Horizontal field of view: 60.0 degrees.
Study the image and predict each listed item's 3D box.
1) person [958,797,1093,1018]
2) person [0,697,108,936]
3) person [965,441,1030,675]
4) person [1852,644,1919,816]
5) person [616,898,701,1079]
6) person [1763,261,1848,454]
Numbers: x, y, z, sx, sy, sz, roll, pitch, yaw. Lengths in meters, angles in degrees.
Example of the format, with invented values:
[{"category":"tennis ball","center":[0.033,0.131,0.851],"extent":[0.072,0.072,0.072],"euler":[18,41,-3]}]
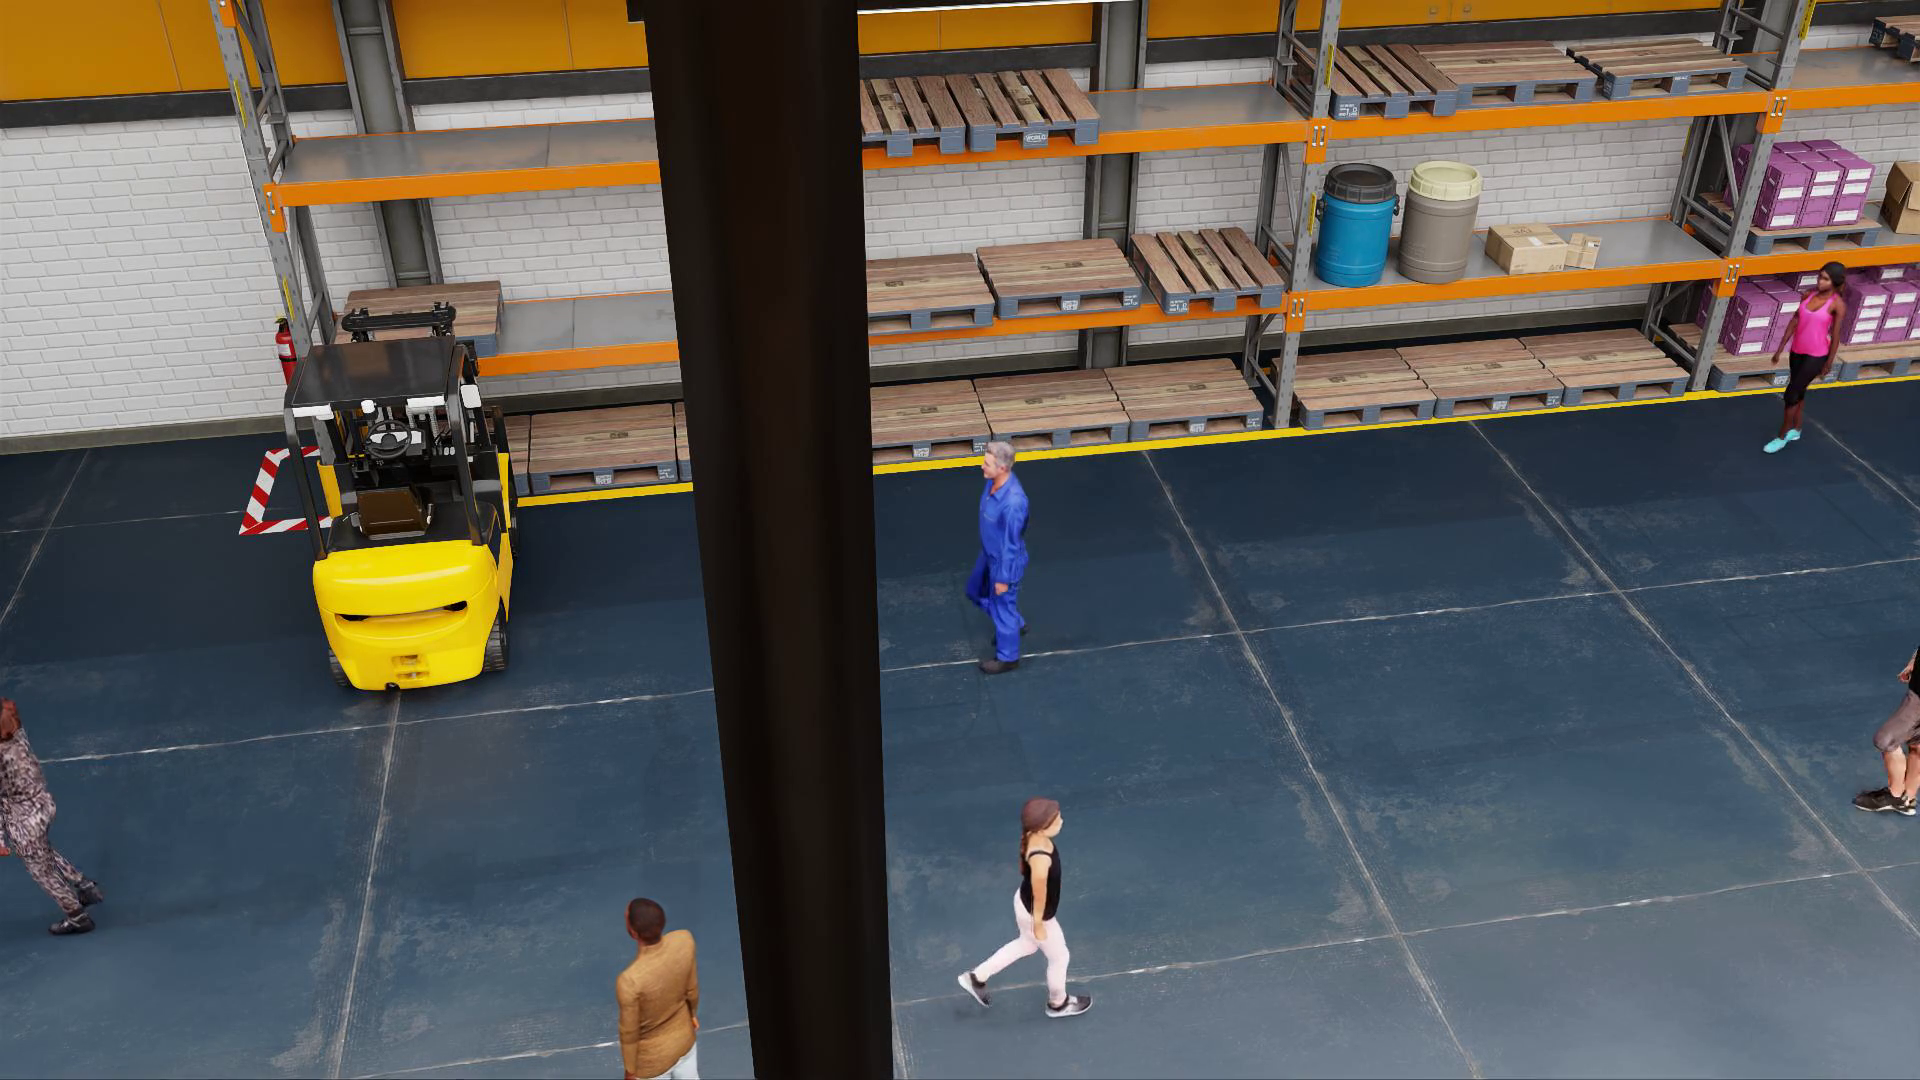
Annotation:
[{"category":"person","center":[0.342,1.979,8.850],"extent":[0.950,1.541,0.526],"euler":[-5,34,-7]},{"category":"person","center":[-5.131,1.567,9.324],"extent":[0.648,1.702,0.590],"euler":[-3,34,-5]},{"category":"person","center":[0.371,0.119,11.400],"extent":[0.722,1.815,0.766],"euler":[-9,35,-14]},{"category":"person","center":[6.001,0.953,10.122],"extent":[0.843,1.841,0.834],"euler":[13,36,19]},{"category":"person","center":[-1.416,2.403,7.962],"extent":[0.762,1.817,0.698],"euler":[22,40,30]},{"category":"person","center":[7.223,-1.567,14.037],"extent":[0.791,1.705,0.632],"euler":[-12,35,-17]}]
